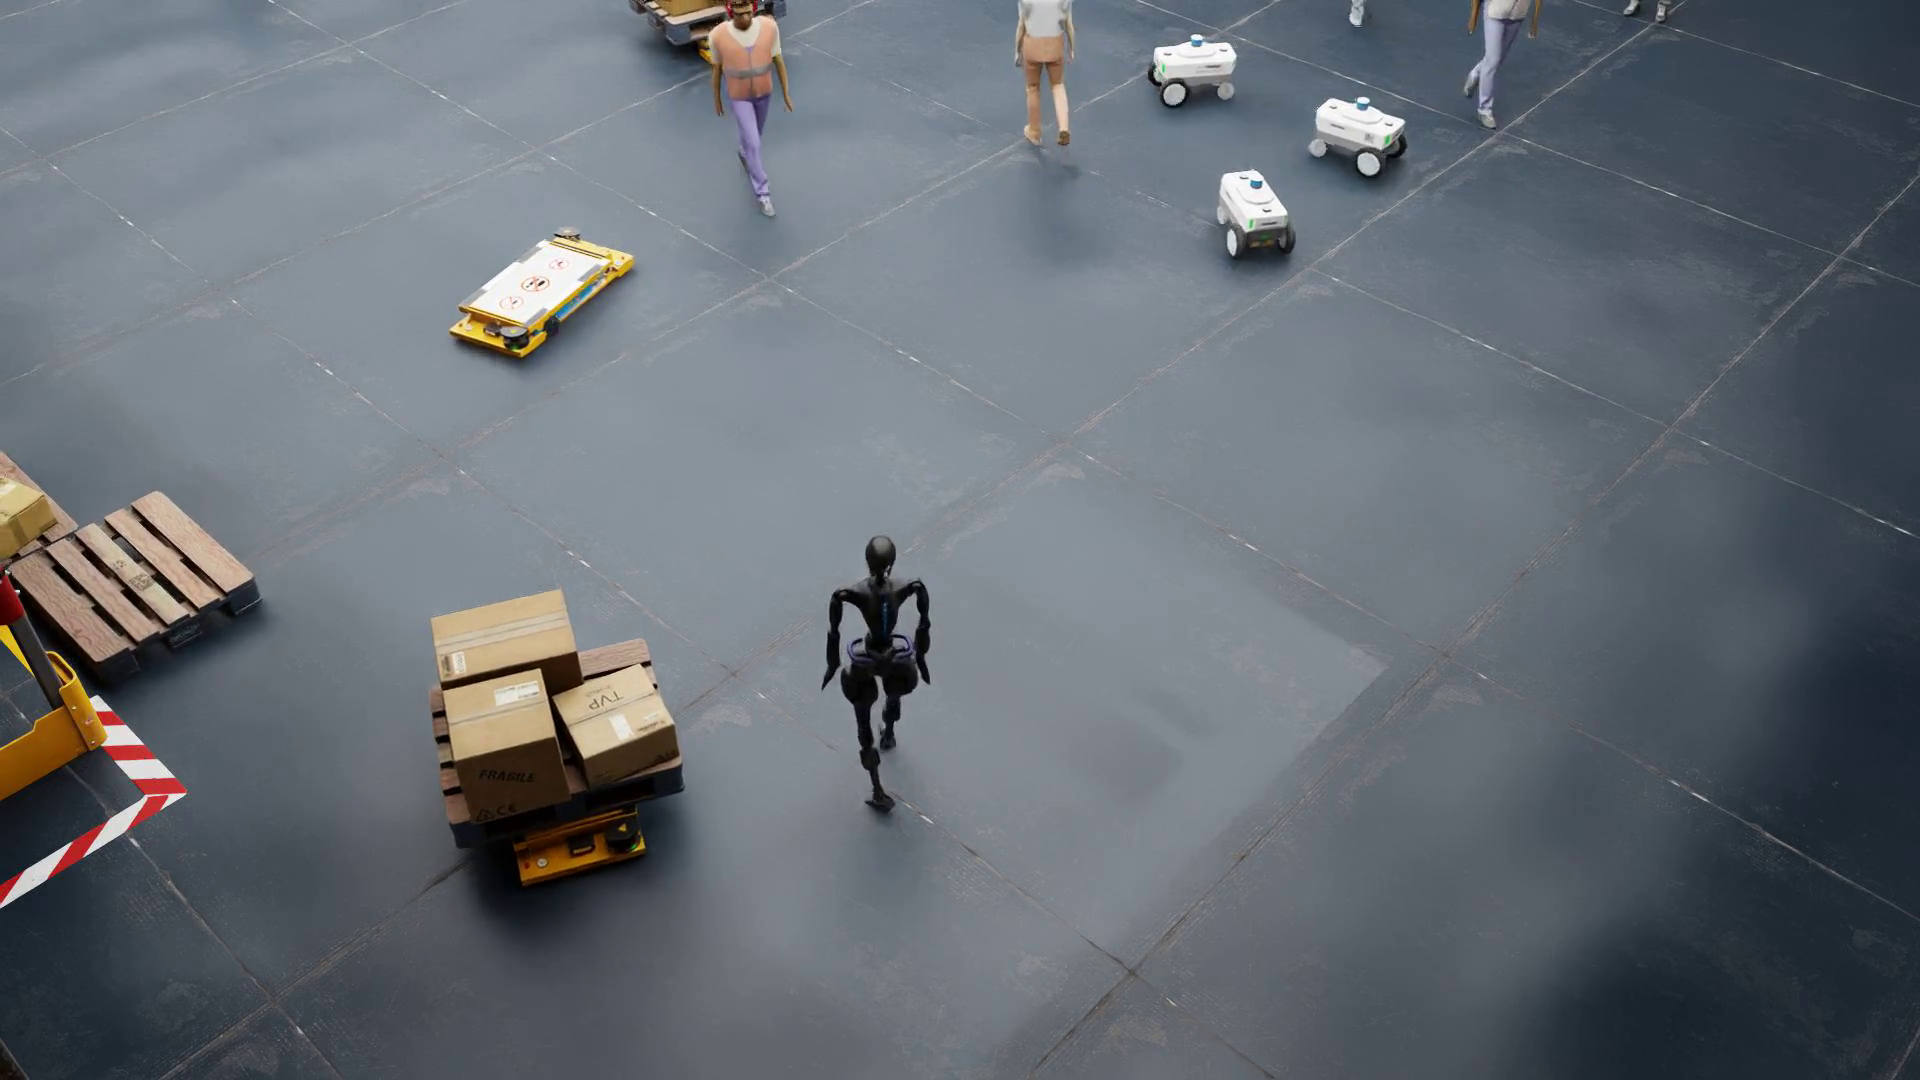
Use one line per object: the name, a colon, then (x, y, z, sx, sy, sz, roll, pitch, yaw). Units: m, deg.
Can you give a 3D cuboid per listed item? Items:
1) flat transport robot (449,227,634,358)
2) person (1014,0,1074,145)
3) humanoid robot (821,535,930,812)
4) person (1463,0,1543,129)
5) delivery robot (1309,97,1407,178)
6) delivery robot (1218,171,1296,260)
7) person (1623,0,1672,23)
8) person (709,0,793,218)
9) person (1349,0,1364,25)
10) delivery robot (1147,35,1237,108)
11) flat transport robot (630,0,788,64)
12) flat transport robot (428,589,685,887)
flat transport robot: (-3.163, -1.895, 12.632, 0.659, 0.231, 1.431, 19, 45, 20)
person: (0.719, -4.088, 13.978, 0.507, 1.725, 0.543, -5, 42, -5)
humanoid robot: (-0.444, 0.680, 8.756, 0.604, 1.640, 0.714, -4, 42, -4)
person: (4.716, -4.585, 14.481, 0.560, 1.801, 0.797, -7, 42, -7)
delivery robot: (3.412, -3.461, 14.172, 0.805, 0.612, 0.499, 26, 48, 26)
delivery robot: (2.330, -2.605, 13.210, 0.499, 0.598, 0.791, -9, 43, -10)
person: (6.808, -5.903, 15.920, 0.564, 1.833, 0.384, 18, 45, 19)
person: (-1.702, -3.624, 13.421, 0.589, 1.799, 0.953, -18, 45, -19)
person: (3.908, -5.923, 16.036, 0.501, 1.688, 0.940, 0, 42, 0)
delivery robot: (2.086, -4.262, 15.064, 0.790, 0.614, 0.499, -6, 42, -7)
flat transport robot: (-2.422, -5.010, 16.095, 0.659, 0.231, 1.431, -24, 47, -24)
flat transport robot: (-2.196, 1.228, 9.161, 0.659, 0.231, 1.431, -13, 44, -14)
